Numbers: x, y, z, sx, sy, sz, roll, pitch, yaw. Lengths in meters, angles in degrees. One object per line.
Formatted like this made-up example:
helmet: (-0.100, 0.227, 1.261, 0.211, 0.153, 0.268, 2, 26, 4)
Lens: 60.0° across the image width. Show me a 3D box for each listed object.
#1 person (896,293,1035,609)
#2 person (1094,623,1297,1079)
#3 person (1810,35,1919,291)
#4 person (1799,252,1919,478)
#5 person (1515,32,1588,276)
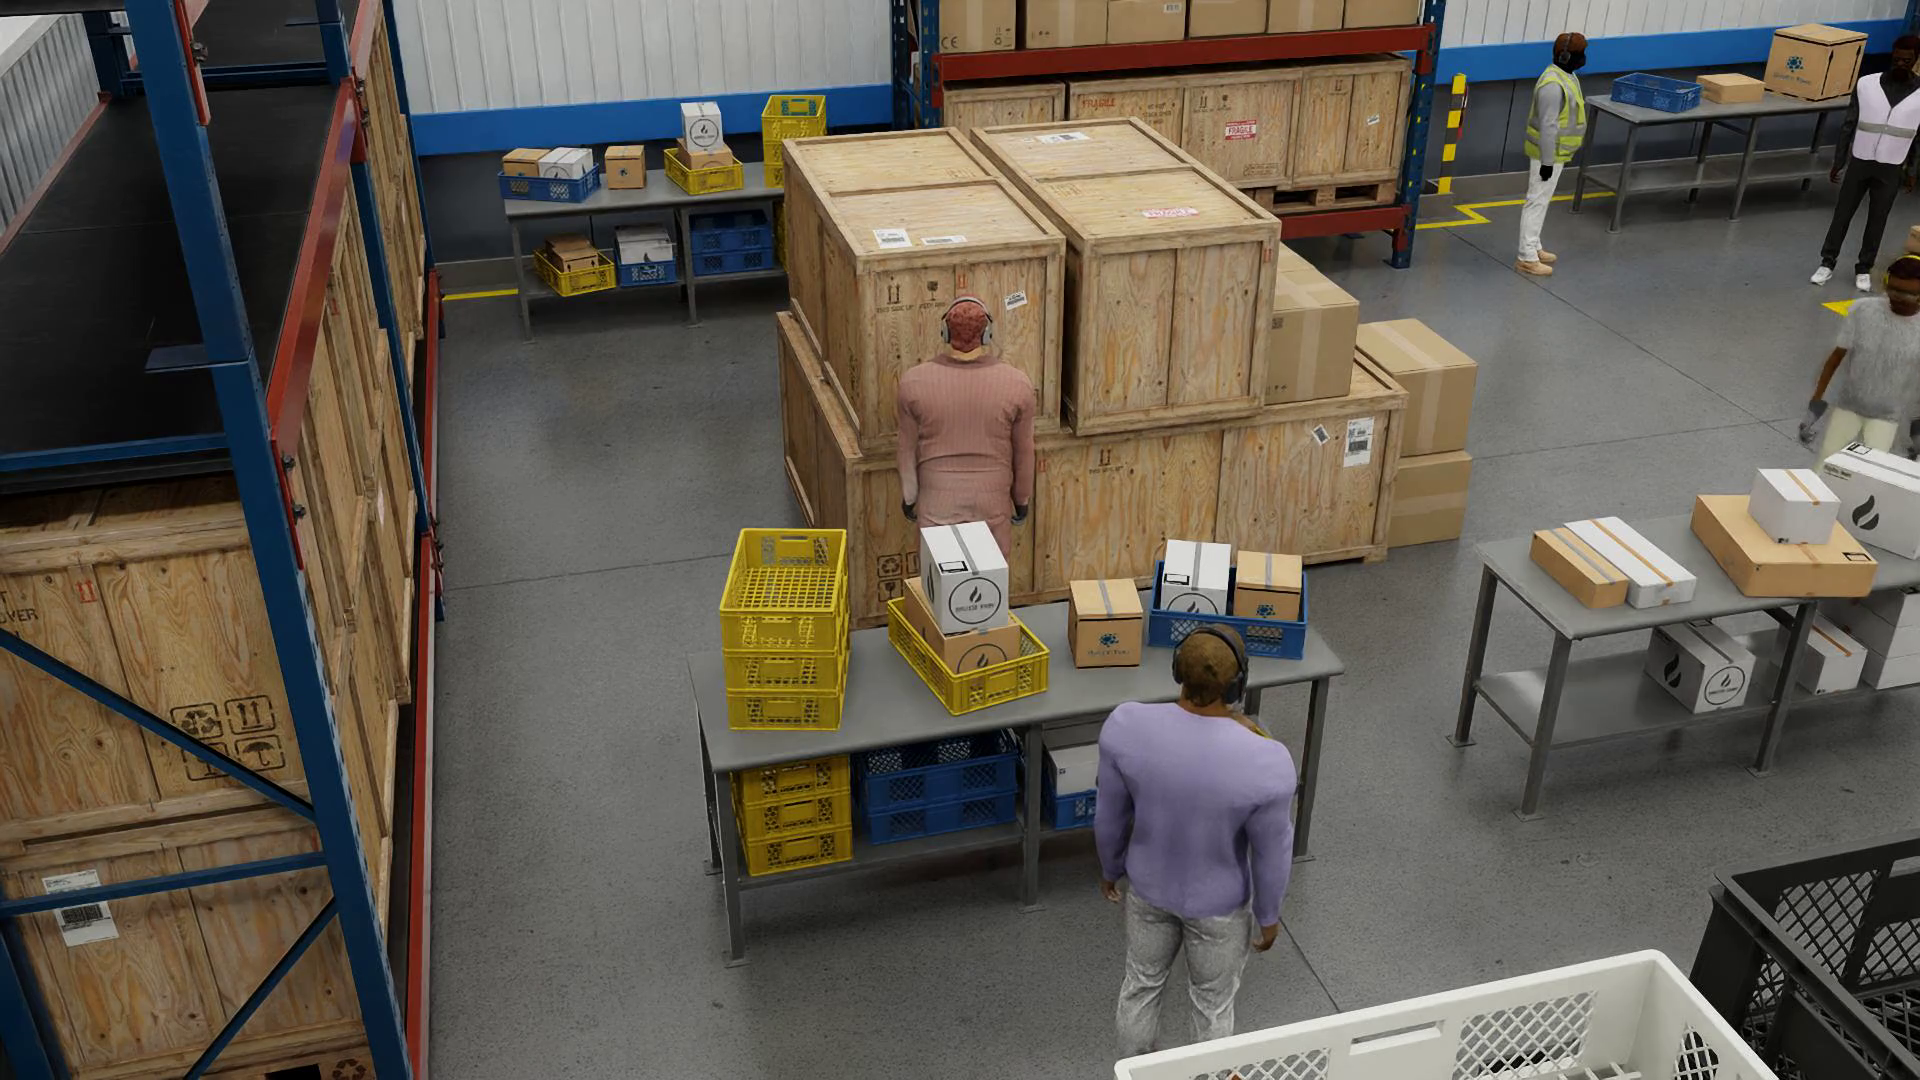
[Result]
person: (0.028, -0.243, 7.861, 0.645, 1.899, 0.396, 0, 29, 0)
person: (0.733, 1.118, 5.342, 0.632, 1.938, 0.359, 13, 32, 23)
person: (6.922, -2.846, 12.559, 0.595, 1.917, 0.373, 15, 32, 25)
person: (4.686, -0.608, 8.579, 0.575, 1.832, 0.449, 25, 37, 37)
person: (4.603, -3.004, 12.924, 0.429, 1.844, 0.627, 12, 31, 21)
